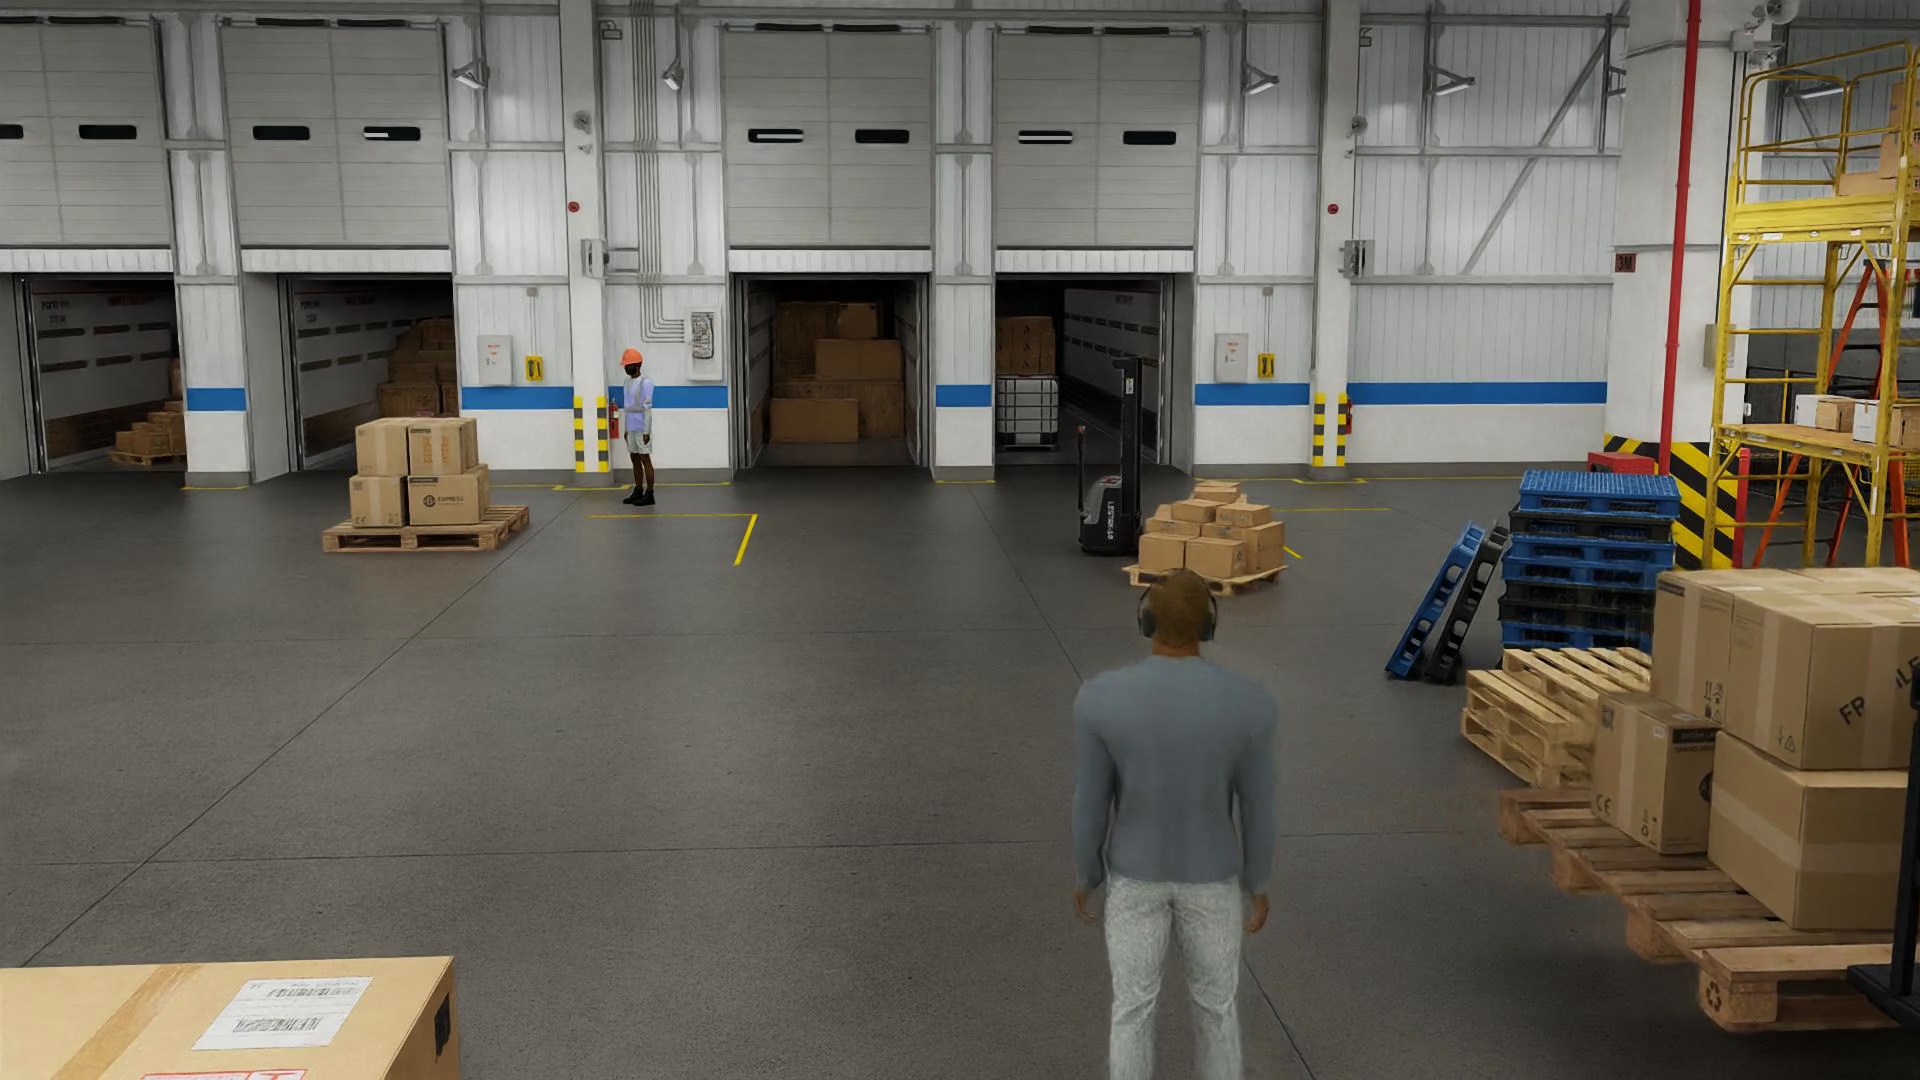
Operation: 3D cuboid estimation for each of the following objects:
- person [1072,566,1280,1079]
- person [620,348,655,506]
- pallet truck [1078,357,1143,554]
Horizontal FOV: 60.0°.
[{"bbox_3d":[0.664,1.042,5.159,0.635,1.936,0.356,1,9,7],"label":"person"},{"bbox_3d":[-3.973,-1.381,20.405,0.389,1.930,0.544,-8,12,-42],"label":"person"},{"bbox_3d":[2.088,-0.836,16.757,1.885,1.965,0.823,2,9,13],"label":"pallet truck"}]
